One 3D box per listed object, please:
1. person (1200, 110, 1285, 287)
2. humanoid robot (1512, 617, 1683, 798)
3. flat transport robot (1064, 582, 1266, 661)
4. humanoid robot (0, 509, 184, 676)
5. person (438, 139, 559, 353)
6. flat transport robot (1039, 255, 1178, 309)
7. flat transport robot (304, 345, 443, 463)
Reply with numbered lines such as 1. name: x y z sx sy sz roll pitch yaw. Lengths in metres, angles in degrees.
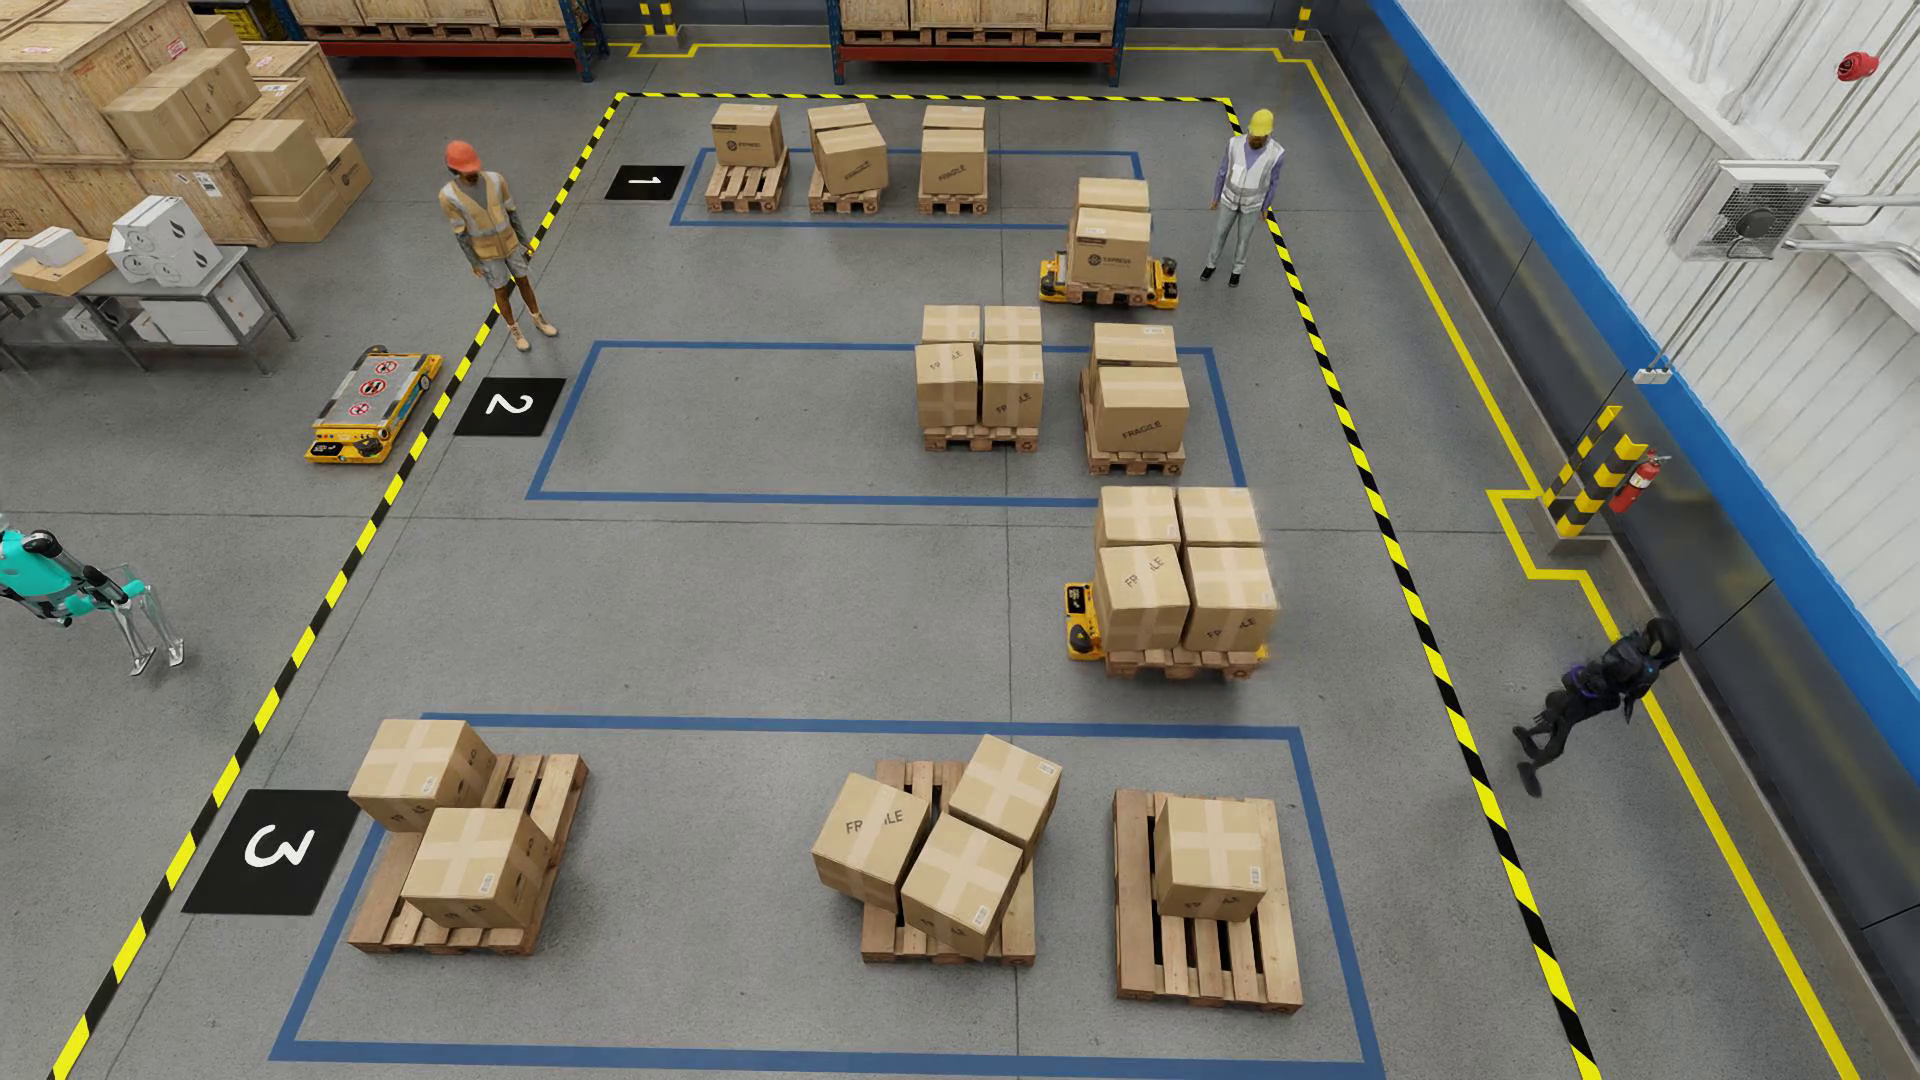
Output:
1. person: 2.839 -3.420 9.237 0.602 1.828 0.404 19 52 15
2. humanoid robot: 3.890 0.986 5.616 0.586 1.643 0.520 -7 50 -6
3. flat transport robot: 1.519 0.577 6.860 1.431 0.197 0.652 1 50 1
4. humanoid robot: -5.825 0.256 6.100 0.533 1.677 0.735 -12 51 -10
5. person: -4.275 -2.705 8.494 0.376 2.044 0.604 36 58 26
6. flat transport robot: 1.571 -2.760 9.684 1.431 0.197 0.652 5 50 4
7. flat transport robot: -5.383 -1.269 8.441 0.659 0.231 1.431 1 50 1
